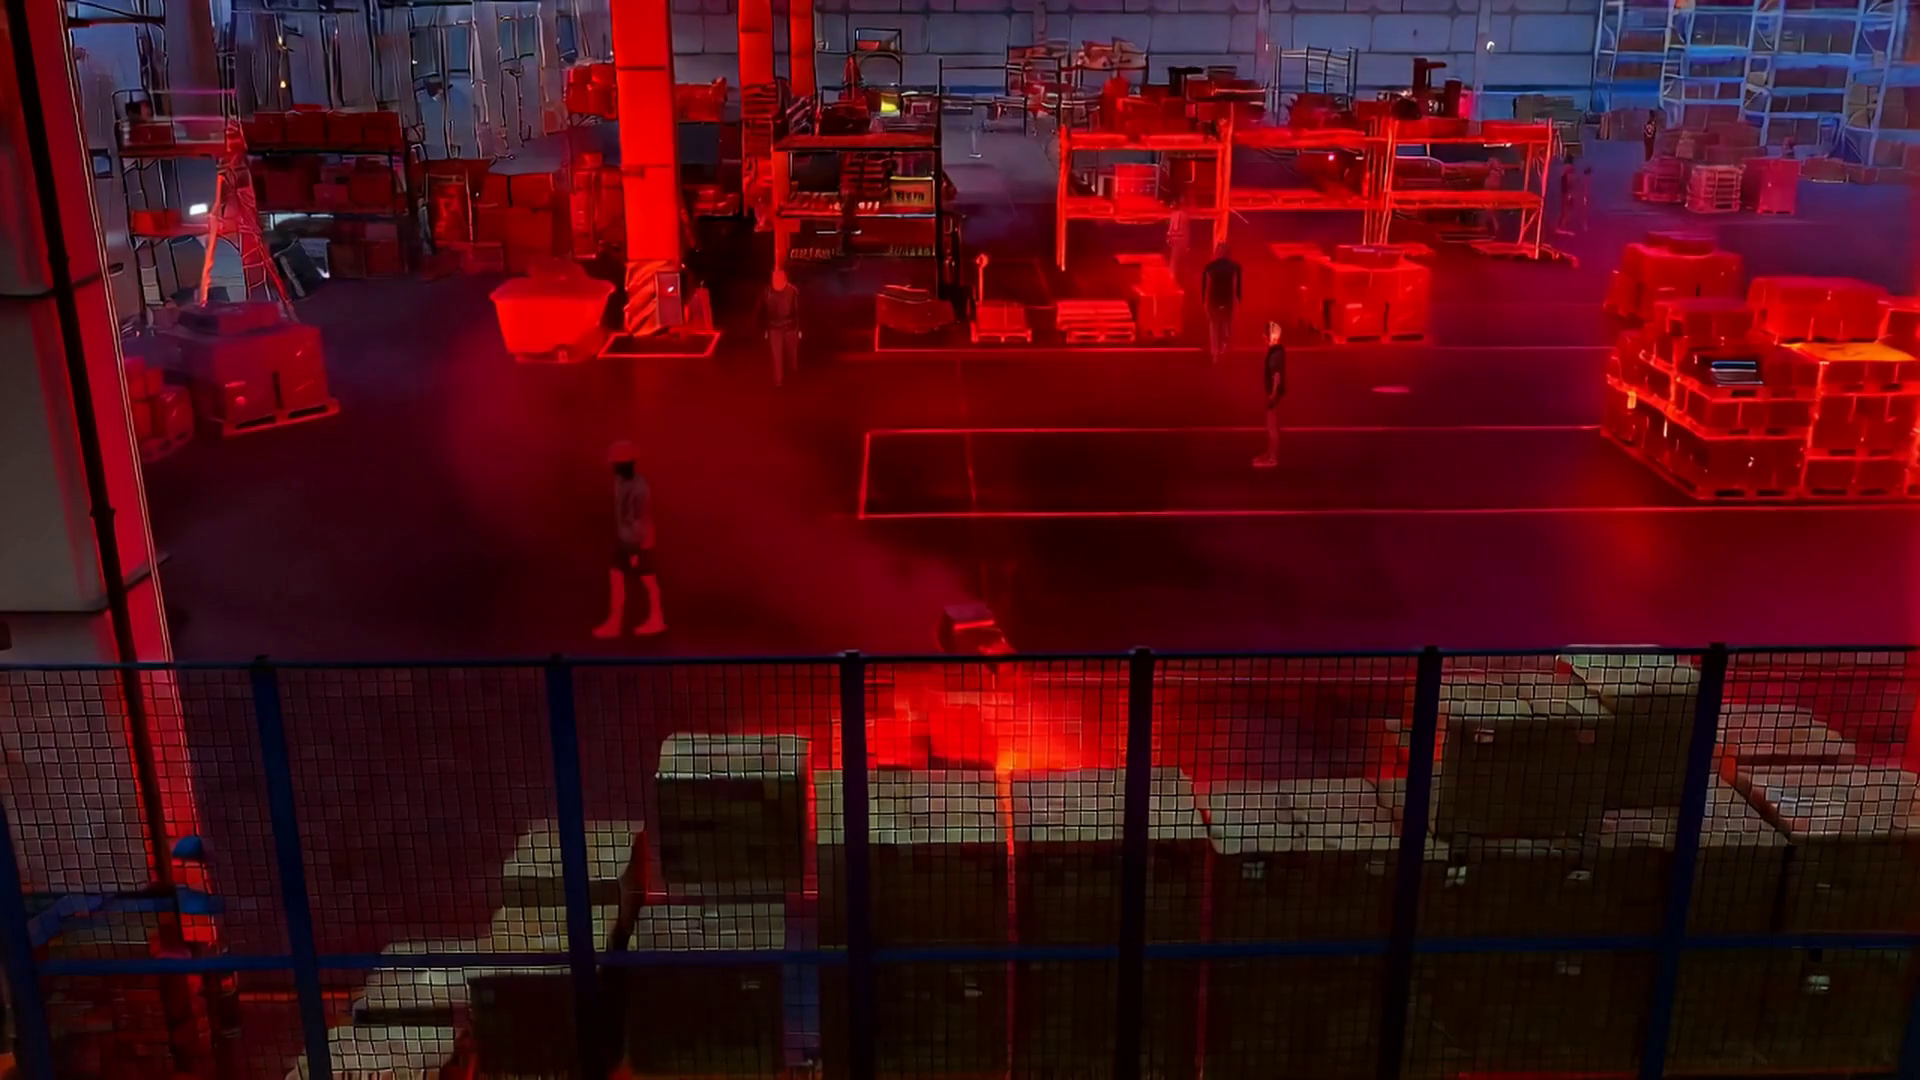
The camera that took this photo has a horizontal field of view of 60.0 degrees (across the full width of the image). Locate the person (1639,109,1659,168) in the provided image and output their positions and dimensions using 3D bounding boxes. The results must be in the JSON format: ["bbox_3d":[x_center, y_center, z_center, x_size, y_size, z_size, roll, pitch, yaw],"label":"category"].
[{"bbox_3d":[22.437,-13.030,54.024,0.391,1.912,0.589,-3,19,-8],"label":"person"}]

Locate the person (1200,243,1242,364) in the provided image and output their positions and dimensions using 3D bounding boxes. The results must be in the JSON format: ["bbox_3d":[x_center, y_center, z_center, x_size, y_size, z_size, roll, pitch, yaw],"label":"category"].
[{"bbox_3d":[4.189,-3.833,26.773,0.649,1.886,1.016,2,19,7],"label":"person"}]

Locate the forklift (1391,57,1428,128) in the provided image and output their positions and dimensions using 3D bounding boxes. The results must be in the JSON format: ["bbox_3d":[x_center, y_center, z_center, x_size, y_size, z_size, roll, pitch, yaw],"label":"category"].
[{"bbox_3d":[18.927,-18.497,68.744,1.873,2.768,1.129,-1,19,-1],"label":"forklift"}]

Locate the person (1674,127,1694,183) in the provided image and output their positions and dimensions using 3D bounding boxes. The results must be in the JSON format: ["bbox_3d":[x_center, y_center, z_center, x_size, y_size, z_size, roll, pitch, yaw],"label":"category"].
[{"bbox_3d":[21.810,-11.557,50.014,0.537,1.676,0.640,-6,19,-16],"label":"person"}]

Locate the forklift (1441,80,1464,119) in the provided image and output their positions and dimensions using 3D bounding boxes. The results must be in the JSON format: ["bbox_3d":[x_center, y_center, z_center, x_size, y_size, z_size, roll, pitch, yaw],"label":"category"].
[{"bbox_3d":[15.644,-13.239,53.146,1.873,2.768,1.129,-1,19,-1],"label":"forklift"}]

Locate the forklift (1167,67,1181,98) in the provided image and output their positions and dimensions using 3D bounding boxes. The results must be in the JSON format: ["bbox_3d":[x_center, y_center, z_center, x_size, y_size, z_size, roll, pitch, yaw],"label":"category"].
[{"bbox_3d":[7.822,-15.879,60.978,1.873,2.768,1.129,-1,19,-2],"label":"forklift"}]

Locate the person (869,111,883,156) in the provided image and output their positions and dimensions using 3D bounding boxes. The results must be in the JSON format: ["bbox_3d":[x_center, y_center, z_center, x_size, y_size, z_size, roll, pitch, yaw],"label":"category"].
[{"bbox_3d":[-2.862,-13.609,56.093,0.540,1.687,0.487,8,20,22],"label":"person"}]

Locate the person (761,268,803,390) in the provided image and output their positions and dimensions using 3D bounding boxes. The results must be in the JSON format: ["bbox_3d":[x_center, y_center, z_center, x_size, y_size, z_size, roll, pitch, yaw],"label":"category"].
[{"bbox_3d":[-2.661,-3.192,24.971,0.636,1.820,0.526,1,19,2],"label":"person"}]

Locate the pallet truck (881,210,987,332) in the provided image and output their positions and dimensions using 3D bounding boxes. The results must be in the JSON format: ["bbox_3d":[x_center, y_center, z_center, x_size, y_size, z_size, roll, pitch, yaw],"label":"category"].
[{"bbox_3d":[-0.493,-4.759,29.349,1.885,1.965,0.823,-13,23,-34],"label":"pallet truck"}]

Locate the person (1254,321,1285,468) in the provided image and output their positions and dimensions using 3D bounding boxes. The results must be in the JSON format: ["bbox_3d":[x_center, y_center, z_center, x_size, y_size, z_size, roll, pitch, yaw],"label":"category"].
[{"bbox_3d":[3.894,-1.827,20.858,0.328,1.865,0.520,4,19,11],"label":"person"}]

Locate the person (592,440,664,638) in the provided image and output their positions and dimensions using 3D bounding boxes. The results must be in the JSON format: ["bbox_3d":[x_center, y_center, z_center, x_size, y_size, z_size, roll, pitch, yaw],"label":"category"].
[{"bbox_3d":[-3.115,0.018,15.307,0.808,1.908,0.578,-14,23,-36],"label":"person"}]

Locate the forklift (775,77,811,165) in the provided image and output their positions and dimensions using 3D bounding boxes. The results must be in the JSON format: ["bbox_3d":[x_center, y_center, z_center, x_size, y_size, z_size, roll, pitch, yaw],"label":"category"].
[{"bbox_3d":[-5.920,-13.893,55.085,1.873,2.768,1.129,-1,19,-1],"label":"forklift"}]

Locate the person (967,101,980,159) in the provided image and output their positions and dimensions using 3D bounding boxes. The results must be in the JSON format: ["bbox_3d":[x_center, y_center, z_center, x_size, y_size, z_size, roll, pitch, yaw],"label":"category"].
[{"bbox_3d":[0.471,-14.091,57.142,0.369,1.932,0.623,8,20,22],"label":"person"}]

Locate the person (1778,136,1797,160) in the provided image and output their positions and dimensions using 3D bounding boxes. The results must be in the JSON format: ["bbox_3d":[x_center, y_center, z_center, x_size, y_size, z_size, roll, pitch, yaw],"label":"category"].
[{"bbox_3d":[23.579,-10.691,47.498,0.307,1.641,0.513,-14,23,-36],"label":"person"}]

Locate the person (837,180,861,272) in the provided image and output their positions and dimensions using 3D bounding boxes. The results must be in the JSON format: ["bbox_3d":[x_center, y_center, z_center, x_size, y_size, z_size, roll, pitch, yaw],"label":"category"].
[{"bbox_3d":[-2.349,-6.585,34.898,0.476,1.916,0.592,2,19,7],"label":"person"}]

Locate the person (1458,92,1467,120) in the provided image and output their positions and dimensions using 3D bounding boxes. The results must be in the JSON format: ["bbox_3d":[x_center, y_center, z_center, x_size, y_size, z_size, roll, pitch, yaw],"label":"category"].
[{"bbox_3d":[18.503,-15.521,61.369,0.553,1.935,0.364,-10,21,-28],"label":"person"}]

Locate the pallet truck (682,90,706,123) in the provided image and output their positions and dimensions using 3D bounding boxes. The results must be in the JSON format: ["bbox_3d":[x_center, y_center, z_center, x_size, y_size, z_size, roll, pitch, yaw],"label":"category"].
[{"bbox_3d":[-9.671,-15.907,62.421,0.823,1.965,1.885,5,19,15],"label":"pallet truck"}]

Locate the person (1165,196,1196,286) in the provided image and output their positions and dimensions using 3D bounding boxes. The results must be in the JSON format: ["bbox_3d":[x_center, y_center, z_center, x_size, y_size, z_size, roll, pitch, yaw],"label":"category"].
[{"bbox_3d":[4.367,-5.932,33.090,0.979,1.842,0.595,-8,20,-22],"label":"person"}]

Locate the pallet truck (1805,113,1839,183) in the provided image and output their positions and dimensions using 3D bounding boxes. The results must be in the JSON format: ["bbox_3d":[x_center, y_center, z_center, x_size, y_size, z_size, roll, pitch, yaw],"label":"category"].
[{"bbox_3d":[26.403,-11.957,50.702,0.823,1.965,1.885,6,19,16],"label":"pallet truck"}]

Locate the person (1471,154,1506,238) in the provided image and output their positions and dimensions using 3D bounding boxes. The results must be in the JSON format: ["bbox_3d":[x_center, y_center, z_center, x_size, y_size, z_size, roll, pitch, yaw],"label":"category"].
[{"bbox_3d":[12.586,-8.215,39.535,0.871,2.000,0.760,13,23,34],"label":"person"}]

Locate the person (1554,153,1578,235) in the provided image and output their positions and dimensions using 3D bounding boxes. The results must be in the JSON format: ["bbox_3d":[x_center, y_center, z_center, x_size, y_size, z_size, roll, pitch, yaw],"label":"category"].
[{"bbox_3d":[14.614,-8.332,40.048,0.375,1.936,0.627,-3,19,-8],"label":"person"}]

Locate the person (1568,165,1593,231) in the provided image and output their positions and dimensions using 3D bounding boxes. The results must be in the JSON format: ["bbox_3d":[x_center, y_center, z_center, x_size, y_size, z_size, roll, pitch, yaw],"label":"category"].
[{"bbox_3d":[15.137,-8.351,40.607,0.670,1.614,0.521,2,19,7],"label":"person"}]
